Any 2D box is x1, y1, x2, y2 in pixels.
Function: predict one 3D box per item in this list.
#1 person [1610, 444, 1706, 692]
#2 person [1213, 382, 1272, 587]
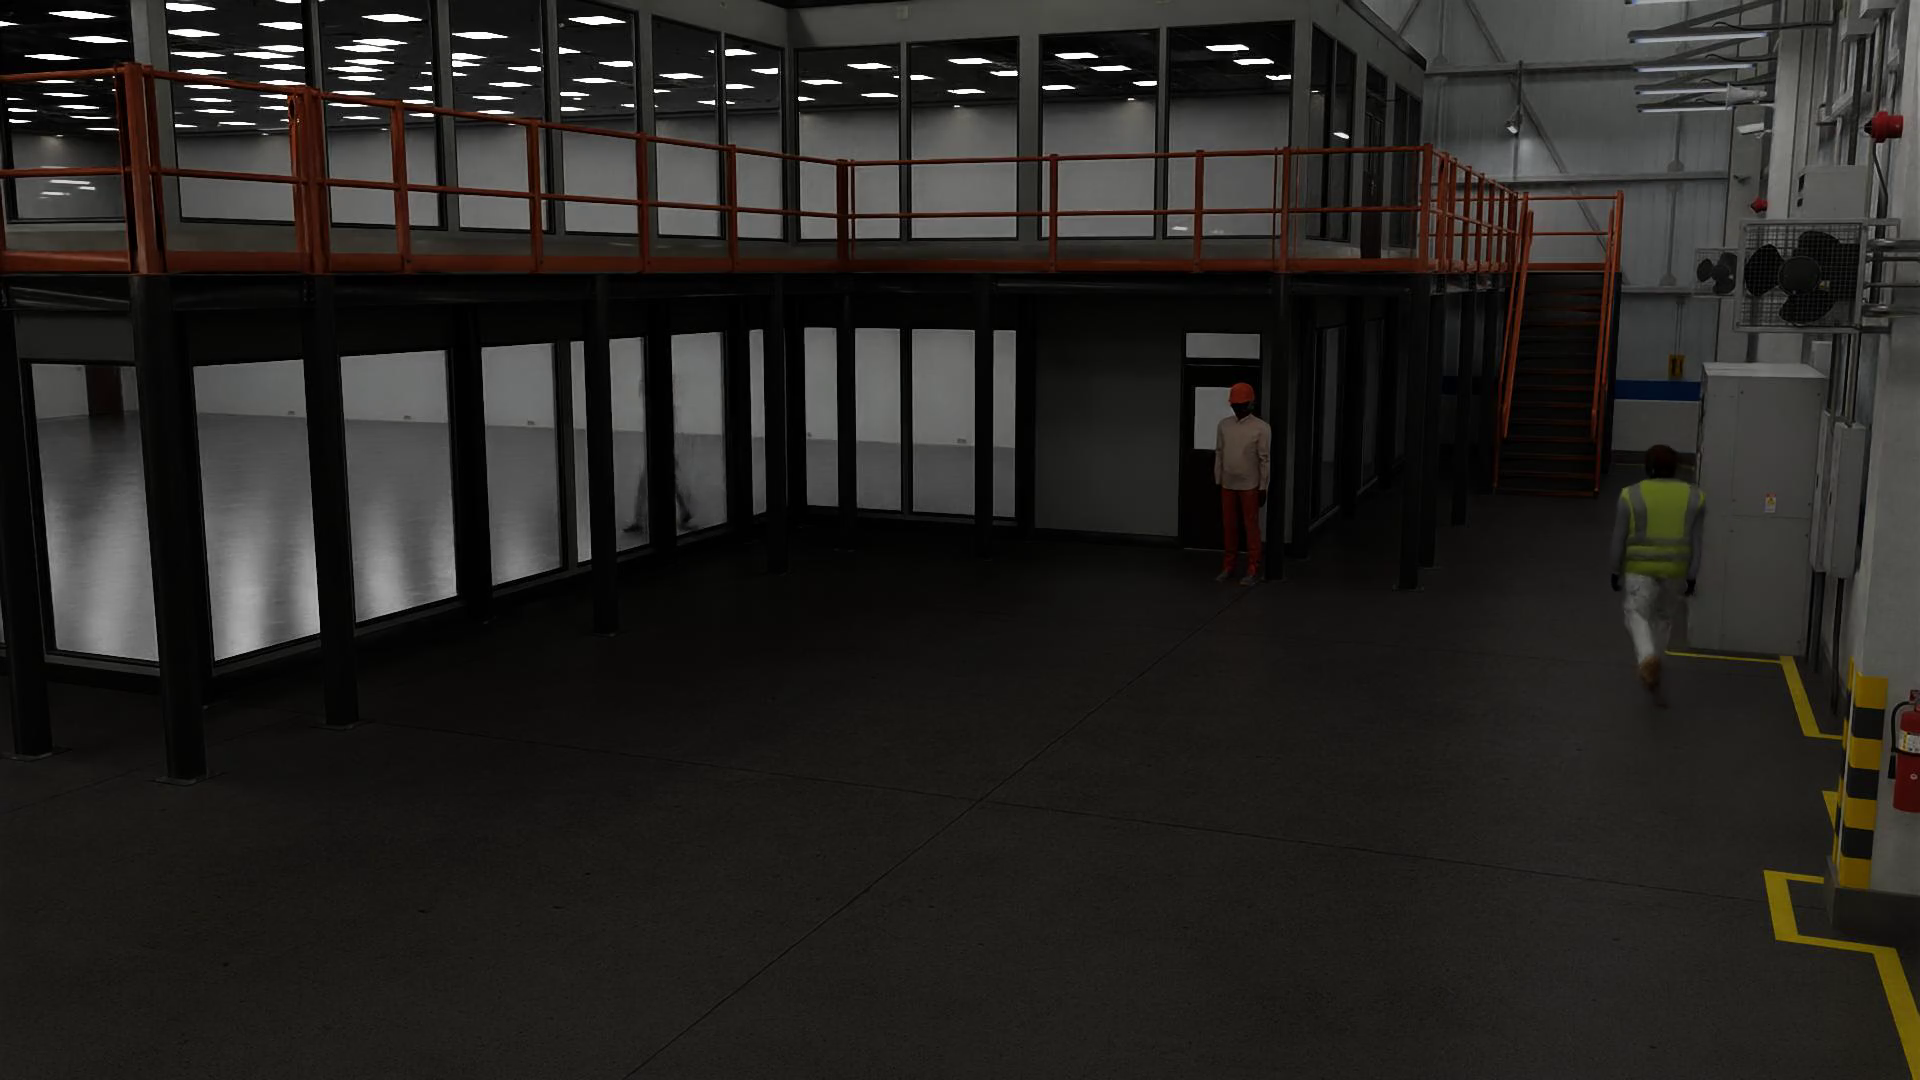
[{"bbox_3d":[5.035,0.218,12.019,0.624,1.821,0.718,1,9,7],"label":"person"},{"bbox_3d":[2.729,-0.543,16.179,0.612,1.986,0.407,8,12,41],"label":"person"}]
